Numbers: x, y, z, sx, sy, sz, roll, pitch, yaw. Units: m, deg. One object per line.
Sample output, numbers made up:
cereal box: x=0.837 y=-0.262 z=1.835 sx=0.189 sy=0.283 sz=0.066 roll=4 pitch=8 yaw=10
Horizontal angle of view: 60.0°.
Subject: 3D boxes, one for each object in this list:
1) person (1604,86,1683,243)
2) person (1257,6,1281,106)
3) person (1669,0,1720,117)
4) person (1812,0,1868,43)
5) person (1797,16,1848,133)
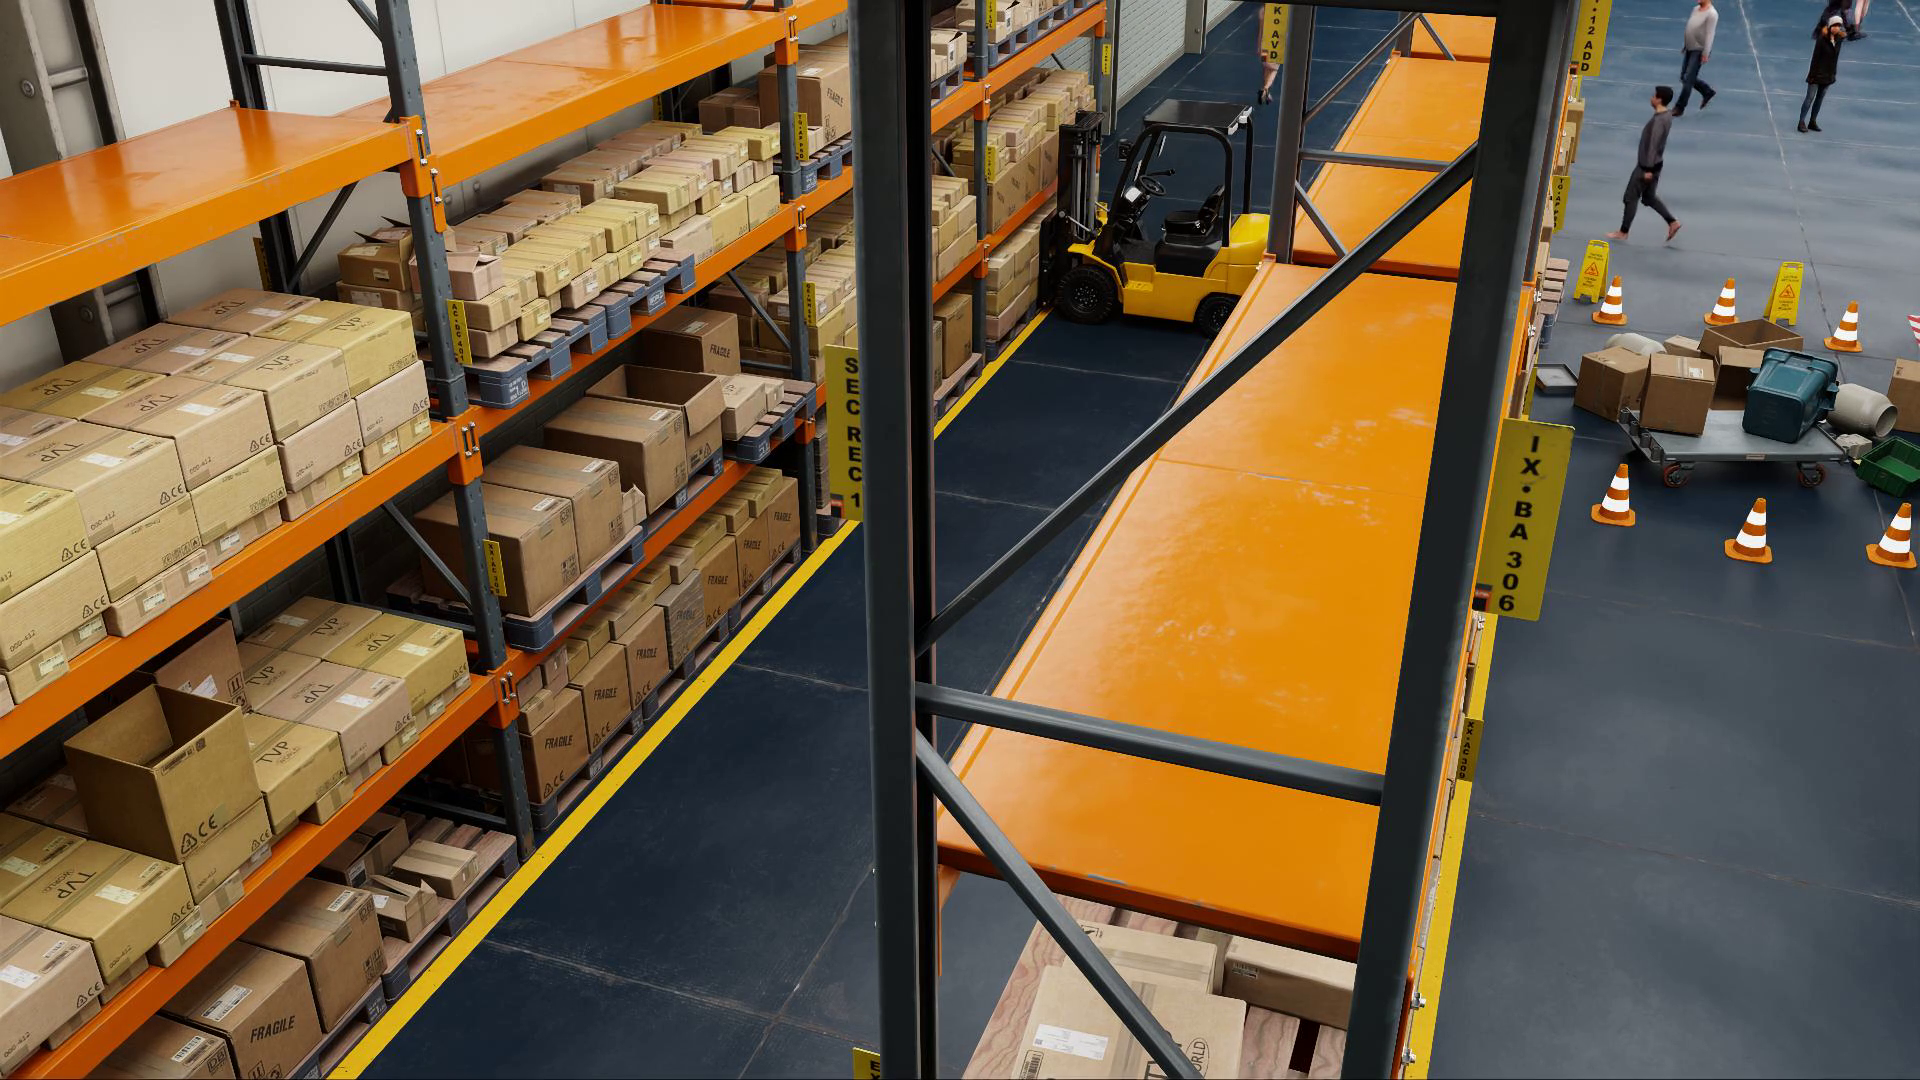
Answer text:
person: x=8.132 y=-4.350 z=19.400 sx=0.910 sy=1.819 sz=1.062 roll=17 pitch=32 yaw=29
person: x=4.703 y=-7.447 z=25.226 sx=0.629 sy=1.809 sz=1.053 roll=12 pitch=30 yaw=21
person: x=11.080 y=-7.302 z=24.865 sx=1.062 sy=1.893 sz=1.112 roll=-3 pitch=28 yaw=-6
person: x=15.705 y=-9.855 z=29.767 sx=1.002 sy=1.792 sz=1.186 roll=19 pitch=33 yaw=32
person: x=12.516 y=-6.770 z=24.141 sx=0.741 sy=1.635 sz=0.777 roll=-7 pitch=29 yaw=-14
